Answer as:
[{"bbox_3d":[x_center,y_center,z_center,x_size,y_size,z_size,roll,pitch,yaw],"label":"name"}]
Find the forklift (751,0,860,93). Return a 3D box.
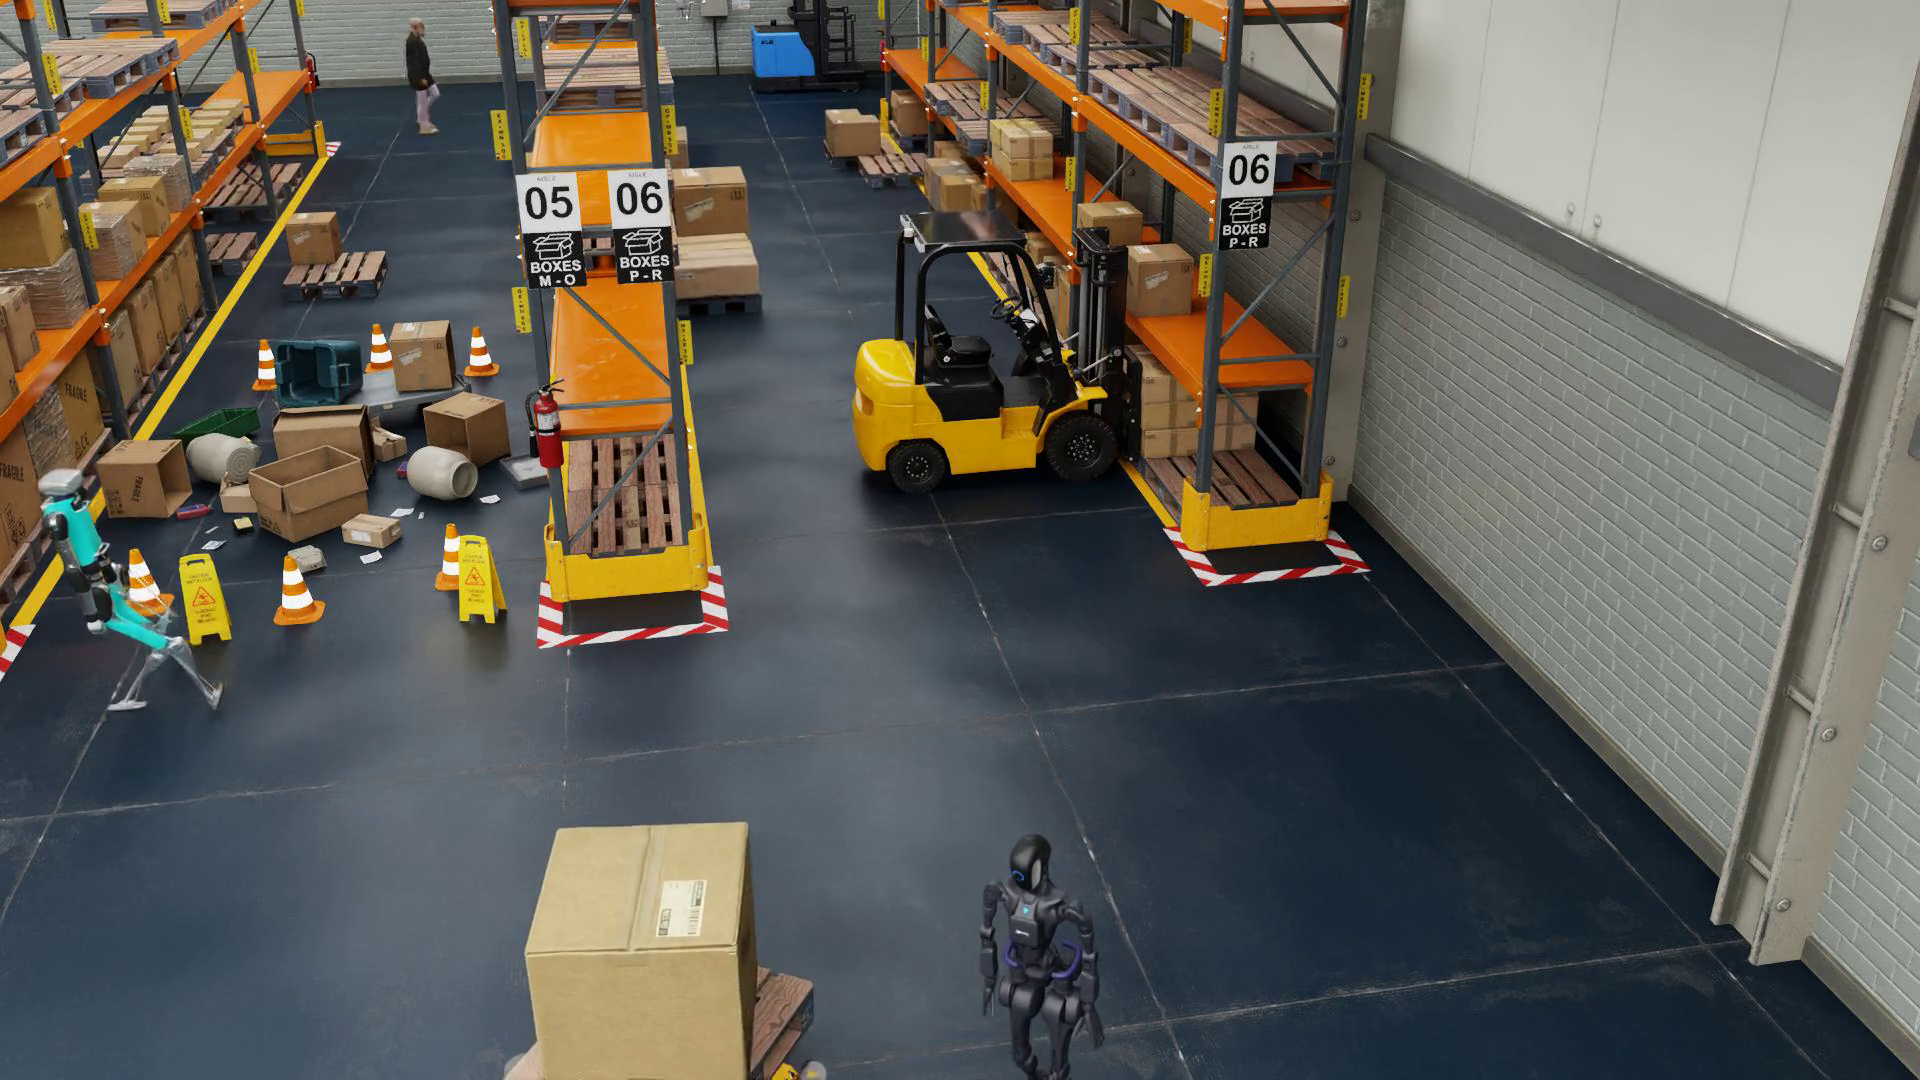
[{"bbox_3d":[-2.872,-9.679,30.288,1.873,2.768,1.129,-5,26,-10],"label":"forklift"}]

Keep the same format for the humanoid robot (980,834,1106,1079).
[{"bbox_3d":[0.402,1.967,7.421,0.609,1.638,0.447,12,28,23],"label":"humanoid robot"}]

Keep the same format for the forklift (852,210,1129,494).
[{"bbox_3d":[0.216,-1.659,14.366,2.313,2.155,1.214,-5,26,-10],"label":"forklift"}]

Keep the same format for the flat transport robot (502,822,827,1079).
[{"bbox_3d":[-1.375,2.565,7.786,1.431,0.231,0.659,10,27,20],"label":"flat transport robot"}]

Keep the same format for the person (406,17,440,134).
[{"bbox_3d":[-8.728,-7.524,26.989,0.452,1.844,0.541,-1,26,-2],"label":"person"}]

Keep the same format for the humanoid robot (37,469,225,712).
[{"bbox_3d":[-5.255,0.370,10.722,0.908,1.815,0.546,-5,26,-10],"label":"humanoid robot"}]
